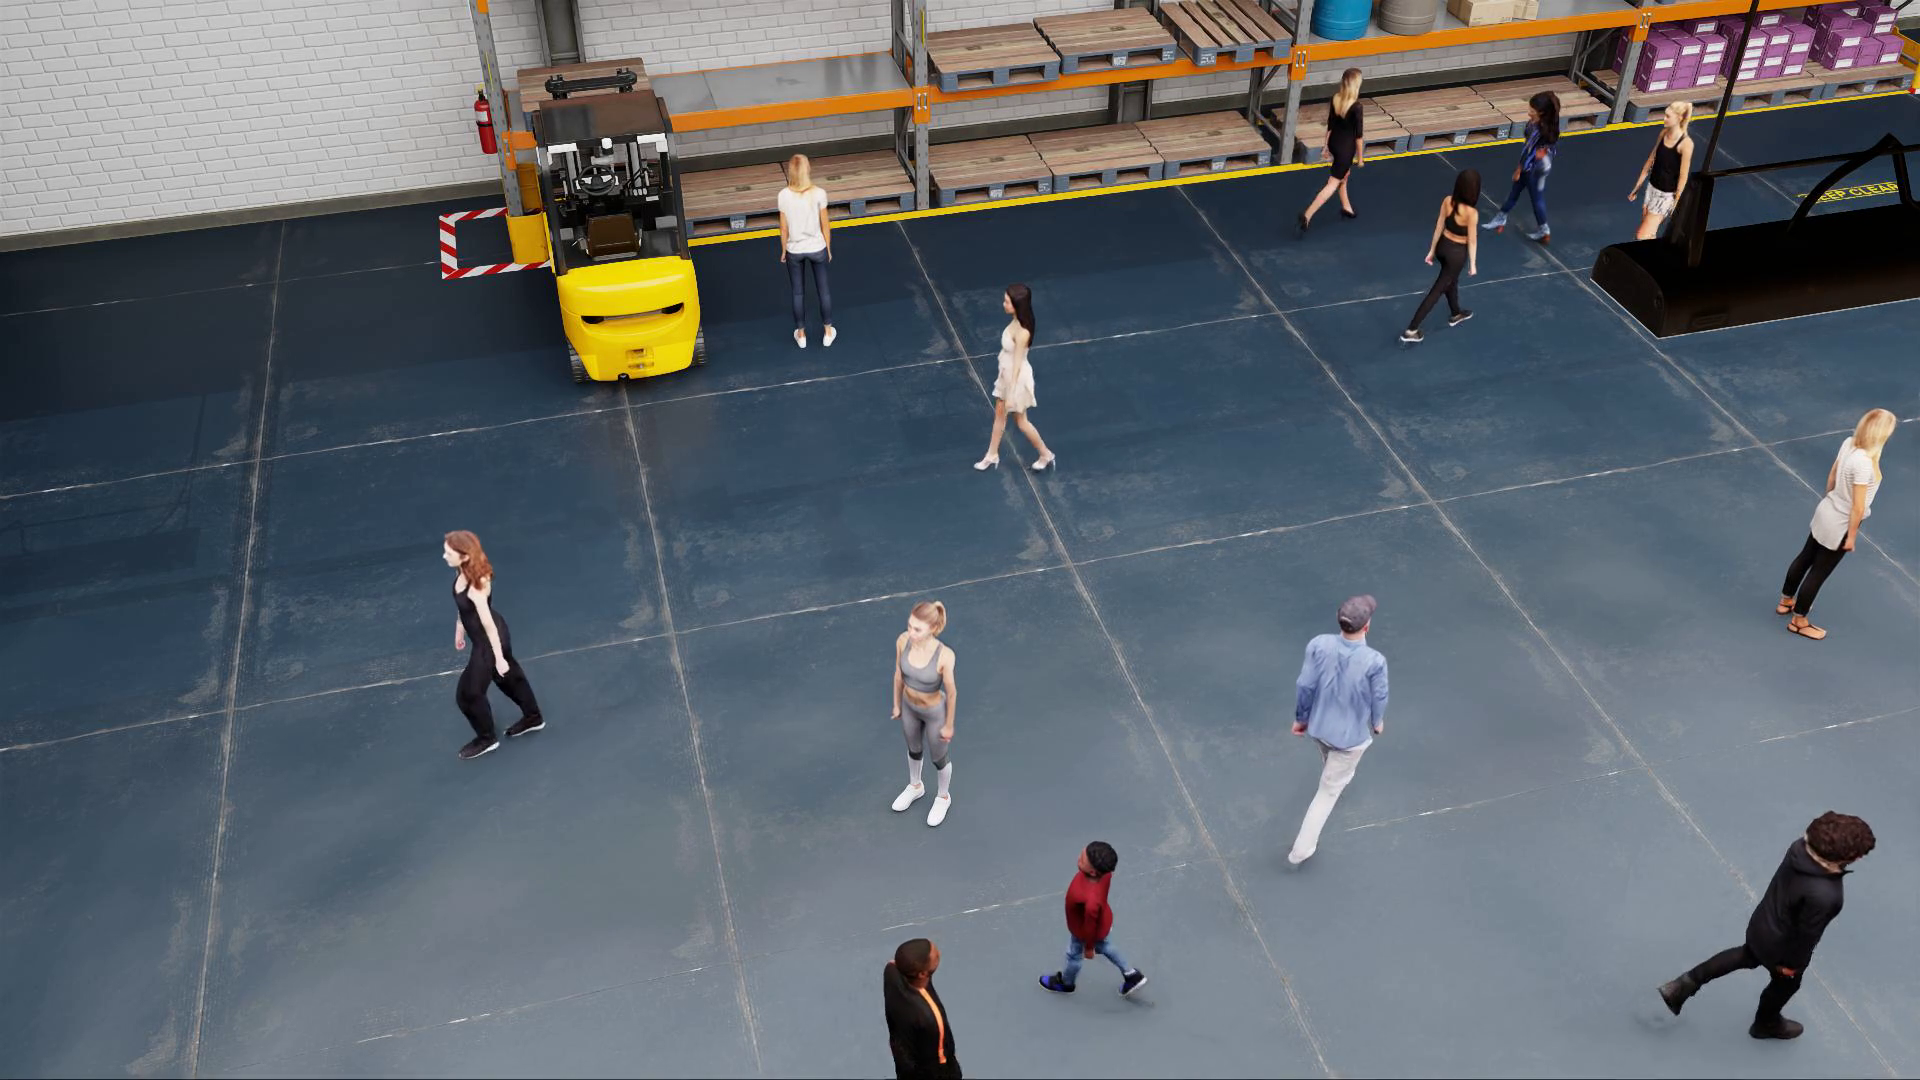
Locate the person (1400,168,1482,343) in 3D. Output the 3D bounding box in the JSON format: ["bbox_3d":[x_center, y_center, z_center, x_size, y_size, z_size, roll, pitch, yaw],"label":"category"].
[{"bbox_3d":[4.228,-2.440,14.529,1.159,1.604,0.774,-21,43,-24],"label":"person"}]

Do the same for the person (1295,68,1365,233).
[{"bbox_3d":[3.636,-3.728,16.112,1.103,1.642,0.723,-18,42,-21],"label":"person"}]

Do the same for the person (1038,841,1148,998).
[{"bbox_3d":[0.780,2.111,9.122,0.901,1.241,0.766,11,40,14],"label":"person"}]

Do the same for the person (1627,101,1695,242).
[{"bbox_3d":[6.525,-3.185,15.281,0.586,1.831,0.618,-10,40,-13],"label":"person"}]

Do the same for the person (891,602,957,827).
[{"bbox_3d":[-0.202,1.039,10.095,0.641,1.702,0.700,20,43,23],"label":"person"}]

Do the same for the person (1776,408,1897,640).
[{"bbox_3d":[6.028,-0.132,11.462,0.628,1.825,0.652,2,39,3],"label":"person"}]

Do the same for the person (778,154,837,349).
[{"bbox_3d":[-1.329,-2.493,14.432,0.524,1.808,0.702,-2,39,-2],"label":"person"}]

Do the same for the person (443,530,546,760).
[{"bbox_3d":[-2.919,0.609,10.615,0.876,1.723,0.708,-18,42,-21],"label":"person"}]

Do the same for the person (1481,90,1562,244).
[{"bbox_3d":[5.583,-3.570,15.965,1.015,1.578,0.918,20,43,24],"label":"person"}]

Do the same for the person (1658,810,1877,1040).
[{"bbox_3d":[4.264,2.059,8.777,1.138,1.753,0.830,1,39,2],"label":"person"}]

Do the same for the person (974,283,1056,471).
[{"bbox_3d":[0.512,-1.204,12.895,0.943,1.712,0.726,-1,39,-1],"label":"person"}]

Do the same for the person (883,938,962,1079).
[{"bbox_3d":[-0.261,2.571,8.109,1.147,1.785,0.863,-23,44,-26],"label":"person"}]

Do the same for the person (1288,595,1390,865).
[{"bbox_3d":[2.205,1.152,9.836,1.096,1.848,1.257,26,45,29],"label":"person"}]
